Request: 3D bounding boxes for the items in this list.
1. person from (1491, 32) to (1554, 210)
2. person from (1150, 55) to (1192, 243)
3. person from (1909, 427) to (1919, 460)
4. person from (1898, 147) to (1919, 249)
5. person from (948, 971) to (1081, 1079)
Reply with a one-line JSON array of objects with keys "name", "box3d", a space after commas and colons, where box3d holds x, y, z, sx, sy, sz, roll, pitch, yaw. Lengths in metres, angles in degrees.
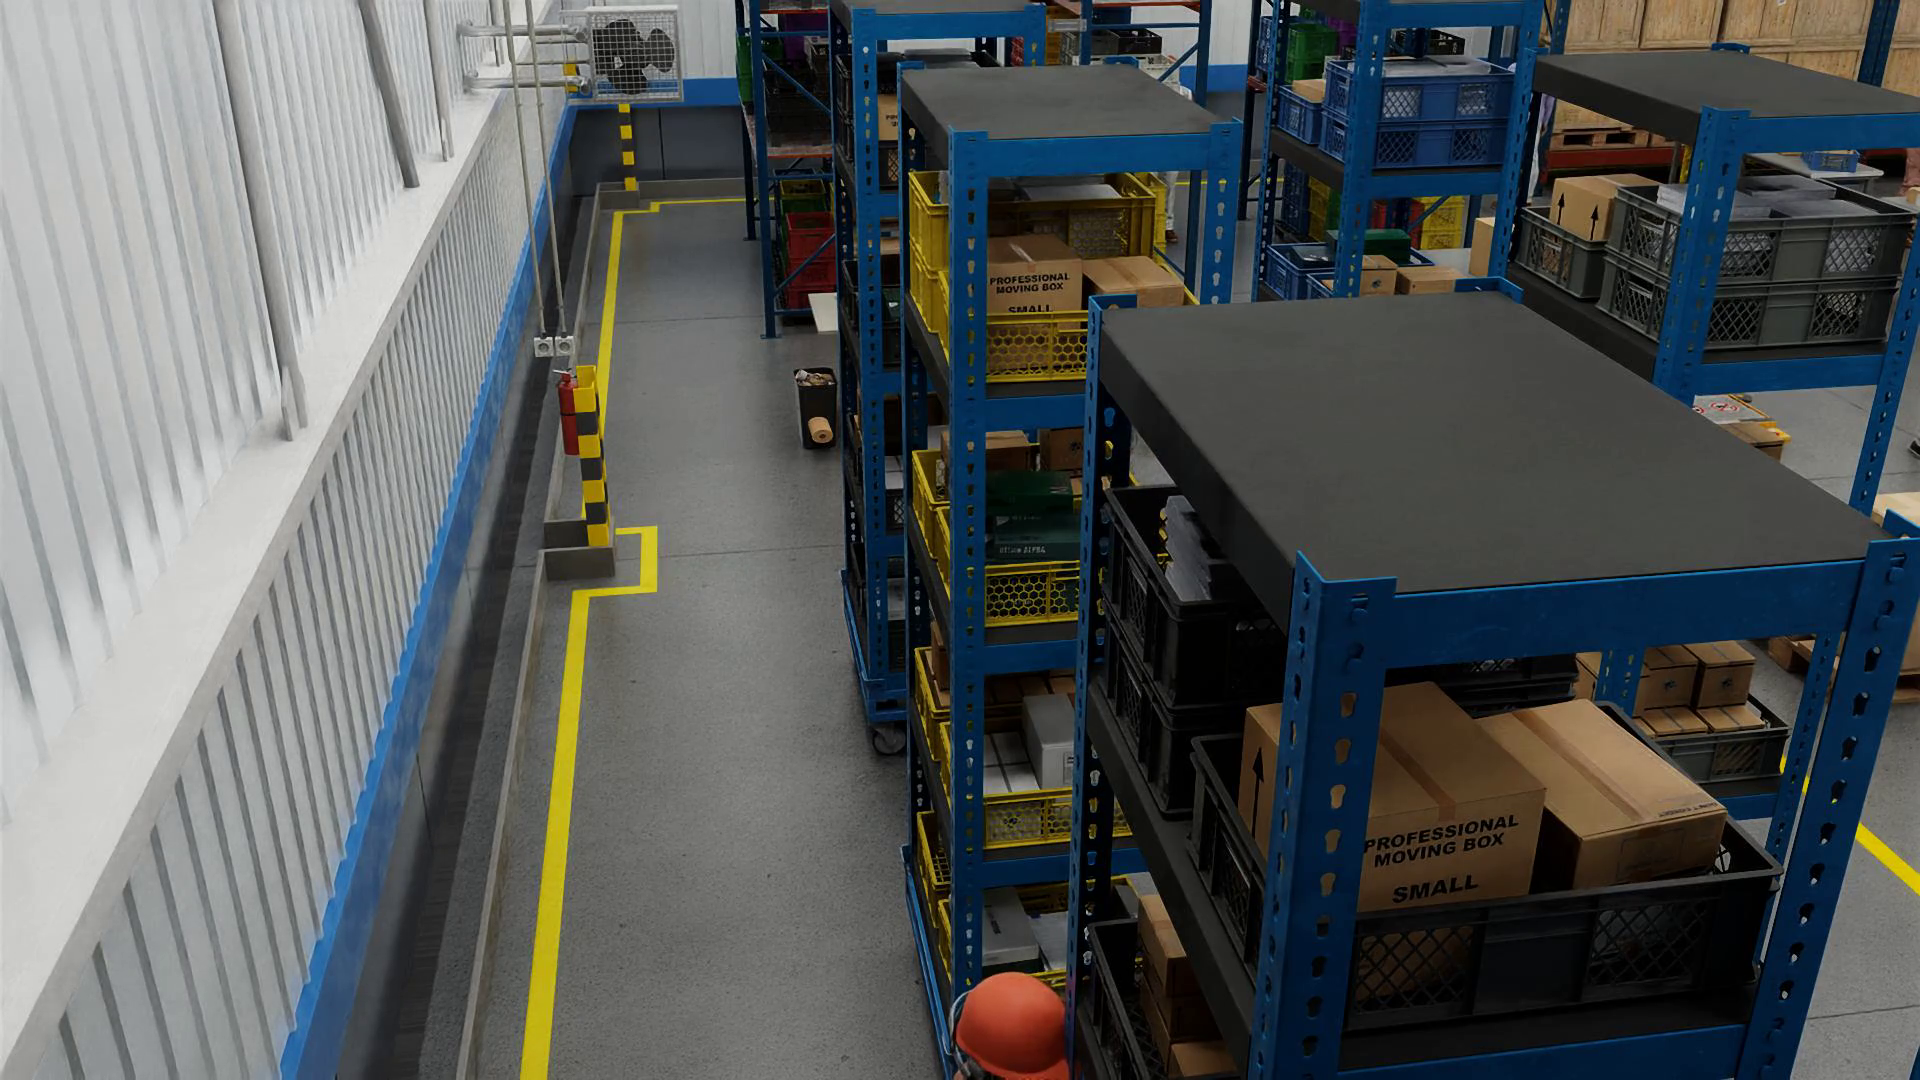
[{"name": "person", "box3d": [6.182, -4.574, 18.227, 0.636, 1.938, 0.358, -7, 26, -16]}, {"name": "person", "box3d": [2.073, -3.978, 17.001, 0.576, 1.882, 0.355, -5, 25, -11]}, {"name": "person", "box3d": [7.010, -1.404, 11.476, 0.595, 1.823, 0.403, 10, 27, 22]}, {"name": "person", "box3d": [9.823, -3.920, 16.863, 0.399, 1.900, 0.634, 11, 27, 22]}, {"name": "person", "box3d": [0.087, 1.888, 4.119, 0.392, 1.991, 0.612, 6, 25, 12]}]
